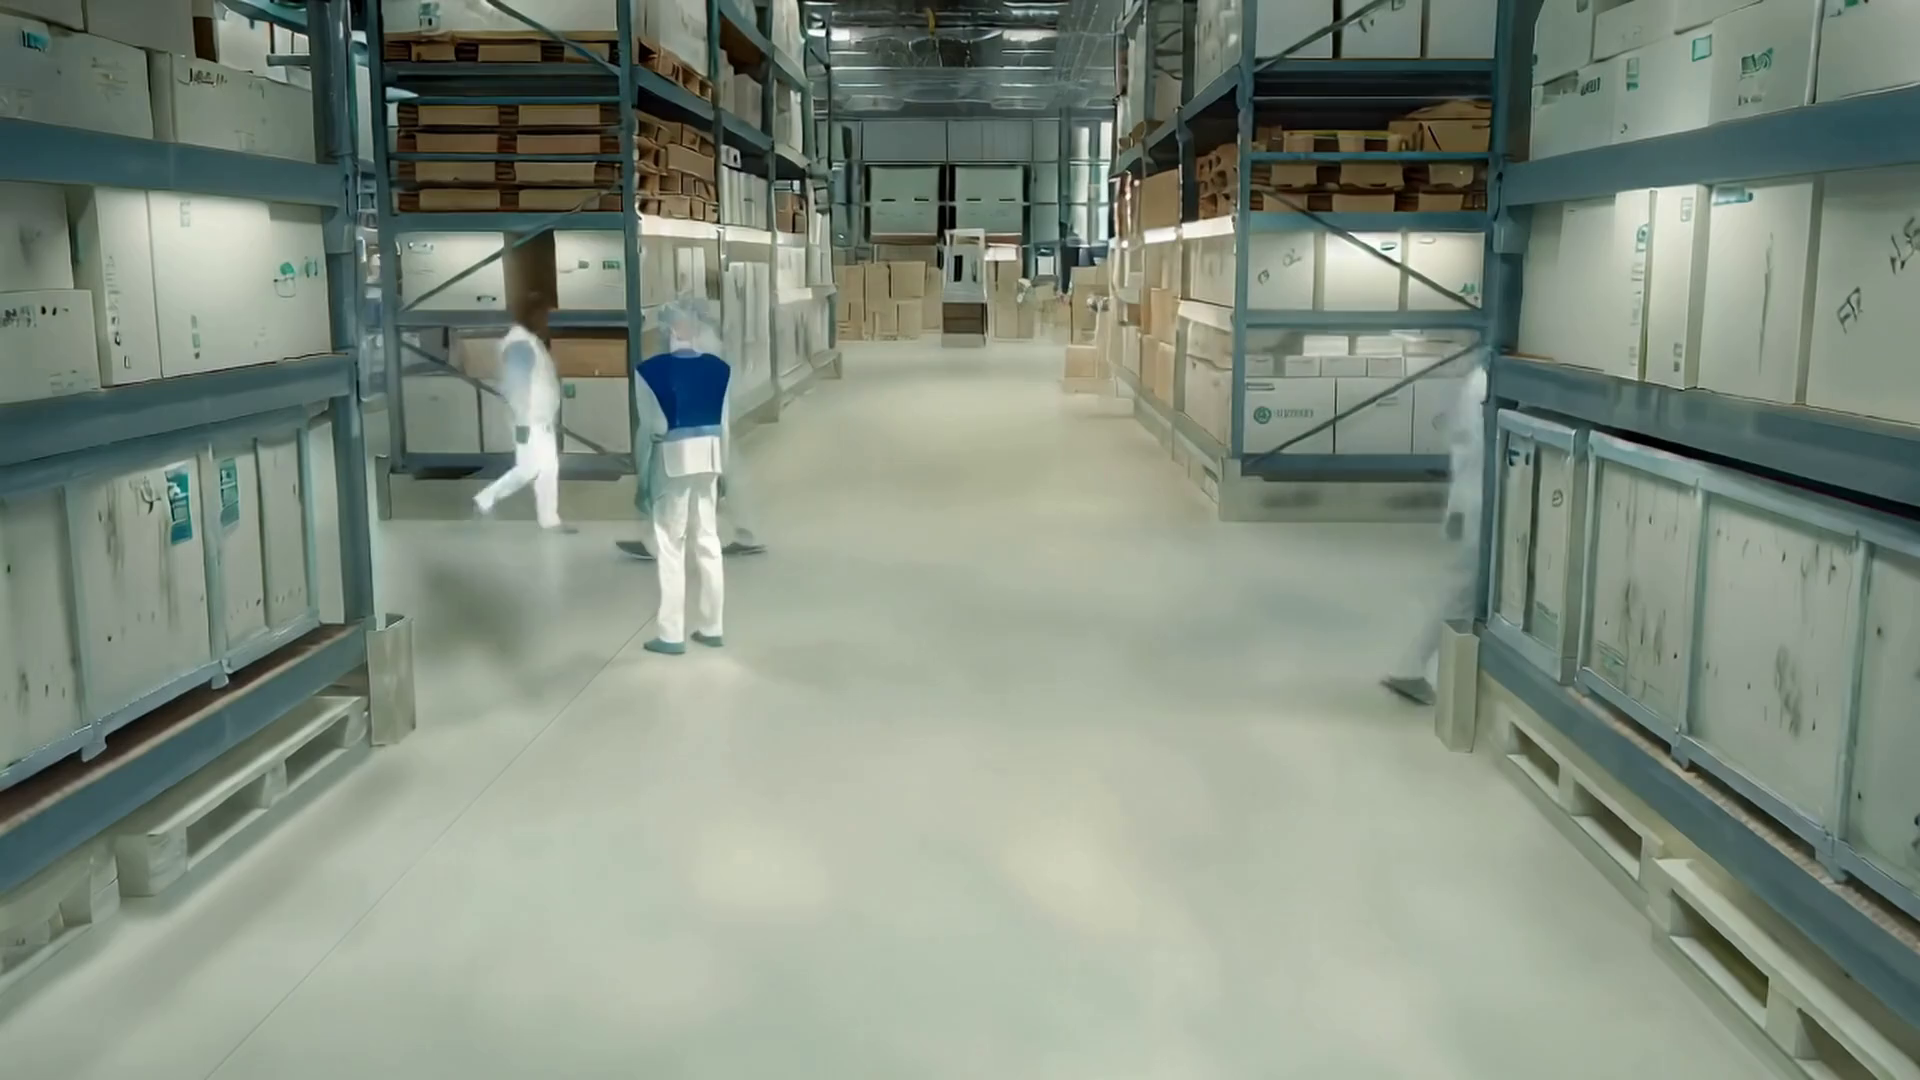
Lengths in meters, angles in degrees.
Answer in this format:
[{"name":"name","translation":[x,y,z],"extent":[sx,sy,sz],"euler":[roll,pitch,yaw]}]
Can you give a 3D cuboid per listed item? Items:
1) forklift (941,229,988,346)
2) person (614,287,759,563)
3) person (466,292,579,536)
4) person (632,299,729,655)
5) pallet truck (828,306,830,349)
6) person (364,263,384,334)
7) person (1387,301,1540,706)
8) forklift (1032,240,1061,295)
[{"name":"forklift","translation":[0.124,-6.117,40.203],"extent":[1.129,2.768,1.873],"euler":[0,9,1]},{"name":"person","translation":[-1.837,-0.772,11.262],"extent":[1.008,1.851,0.676],"euler":[-2,10,-11]},{"name":"person","translation":[-3.209,-0.895,12.143],"extent":[0.693,1.814,0.638],"euler":[-1,10,-6]},{"name":"person","translation":[-1.424,-0.320,8.614],"extent":[0.560,1.836,0.389],"euler":[-9,13,-42]},{"name":"pallet truck","translation":[-3.100,-3.940,29.800],"extent":[1.885,1.965,0.823],"euler":[3,10,19]},{"name":"person","translation":[-15.136,-6.175,43.061],"extent":[1.008,2.000,0.691],"euler":[-4,10,-25]},{"name":"person","translation":[2.446,-0.153,7.568],"extent":[1.011,1.858,0.643],"euler":[1,10,5]},{"name":"forklift","translation":[3.172,-9.648,61.356],"extent":[1.129,2.768,1.873],"euler":[0,9,1]}]
